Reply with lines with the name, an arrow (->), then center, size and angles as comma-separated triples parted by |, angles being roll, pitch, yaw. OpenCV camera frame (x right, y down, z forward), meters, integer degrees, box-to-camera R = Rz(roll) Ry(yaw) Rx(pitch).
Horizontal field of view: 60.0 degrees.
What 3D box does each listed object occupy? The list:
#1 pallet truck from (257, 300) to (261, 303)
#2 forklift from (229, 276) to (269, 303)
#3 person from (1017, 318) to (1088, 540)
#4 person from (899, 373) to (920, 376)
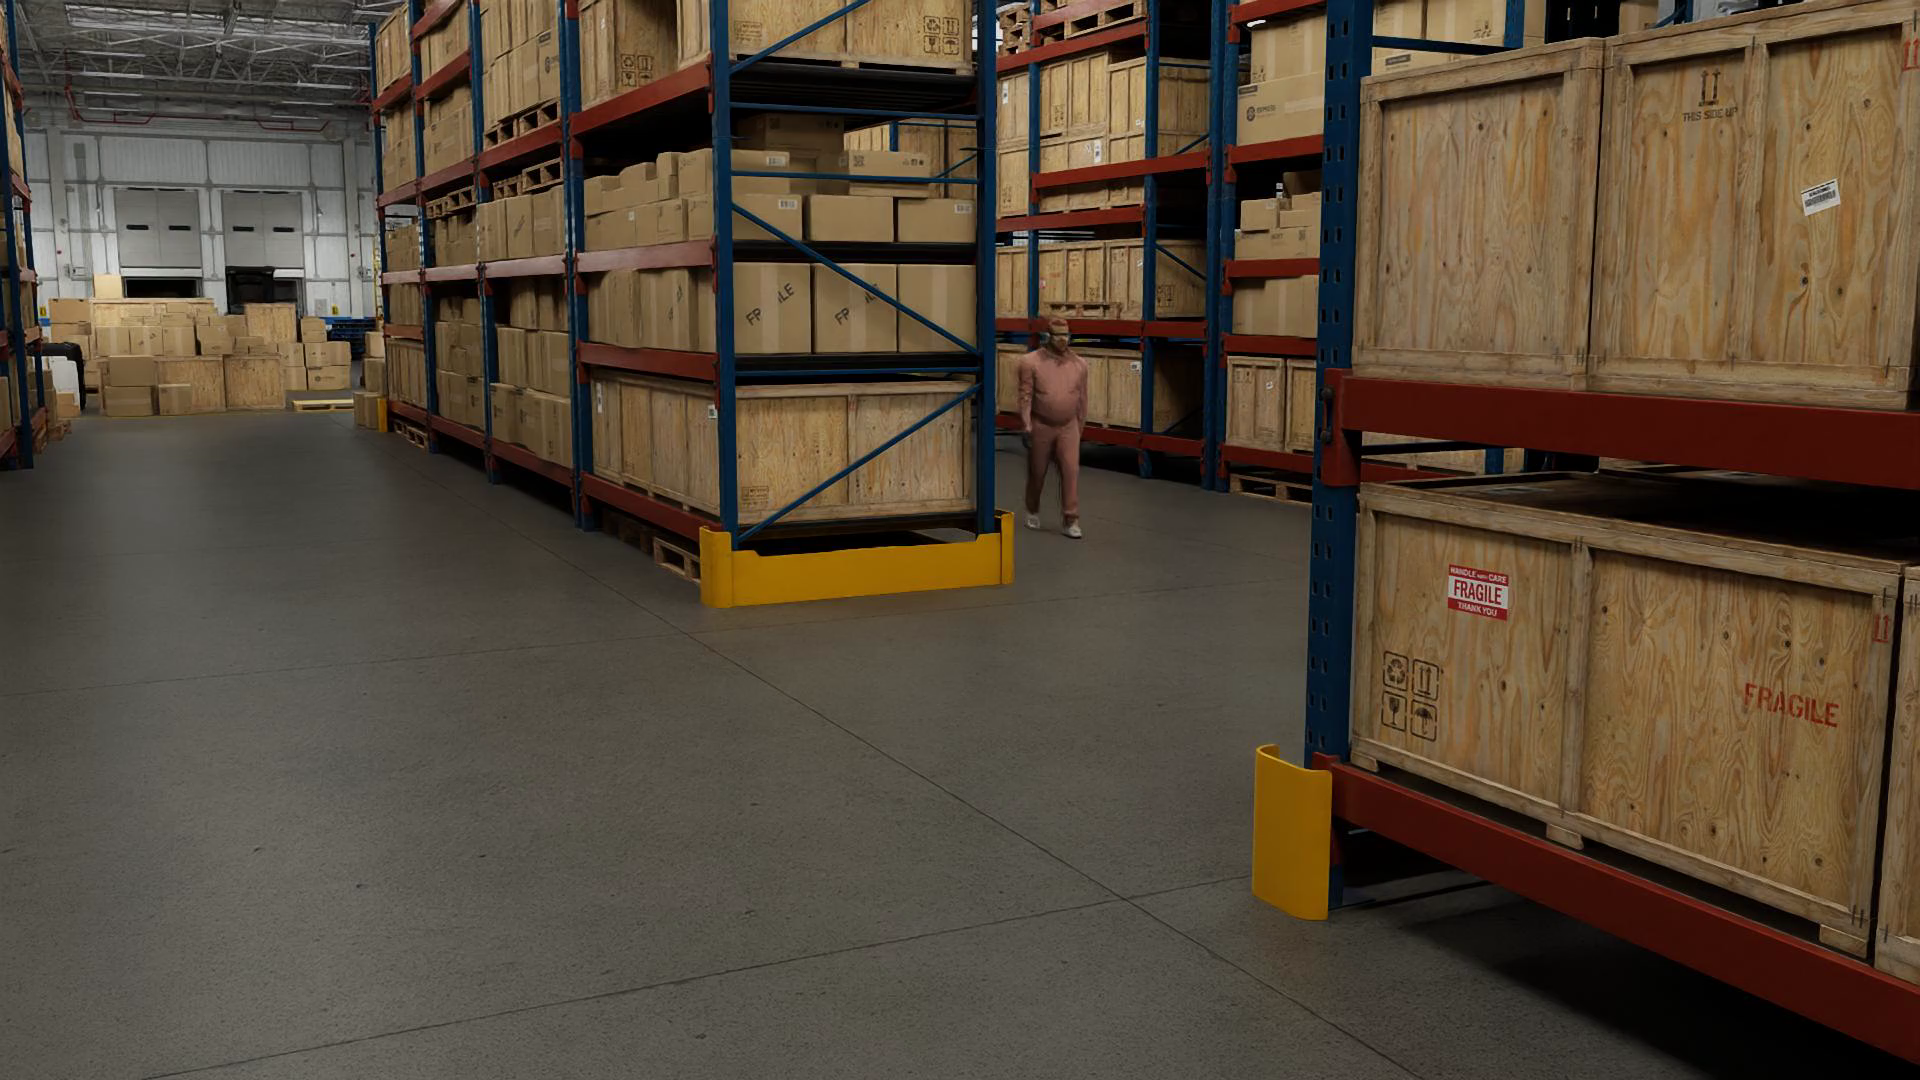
pallet truck -> -23.913, -7.404, 58.171 | 1.885, 1.965, 0.823 | -1, 8, -9
forklift -> -17.554, -5.381, 41.192 | 1.129, 2.768, 1.873 | -4, 9, -26
person -> 0.788, -0.974, 14.308 | 0.641, 1.864, 0.973 | -1, 8, -9
person -> -0.579, -1.073, 15.550 | 0.540, 1.695, 0.317 | 5, 9, 30
